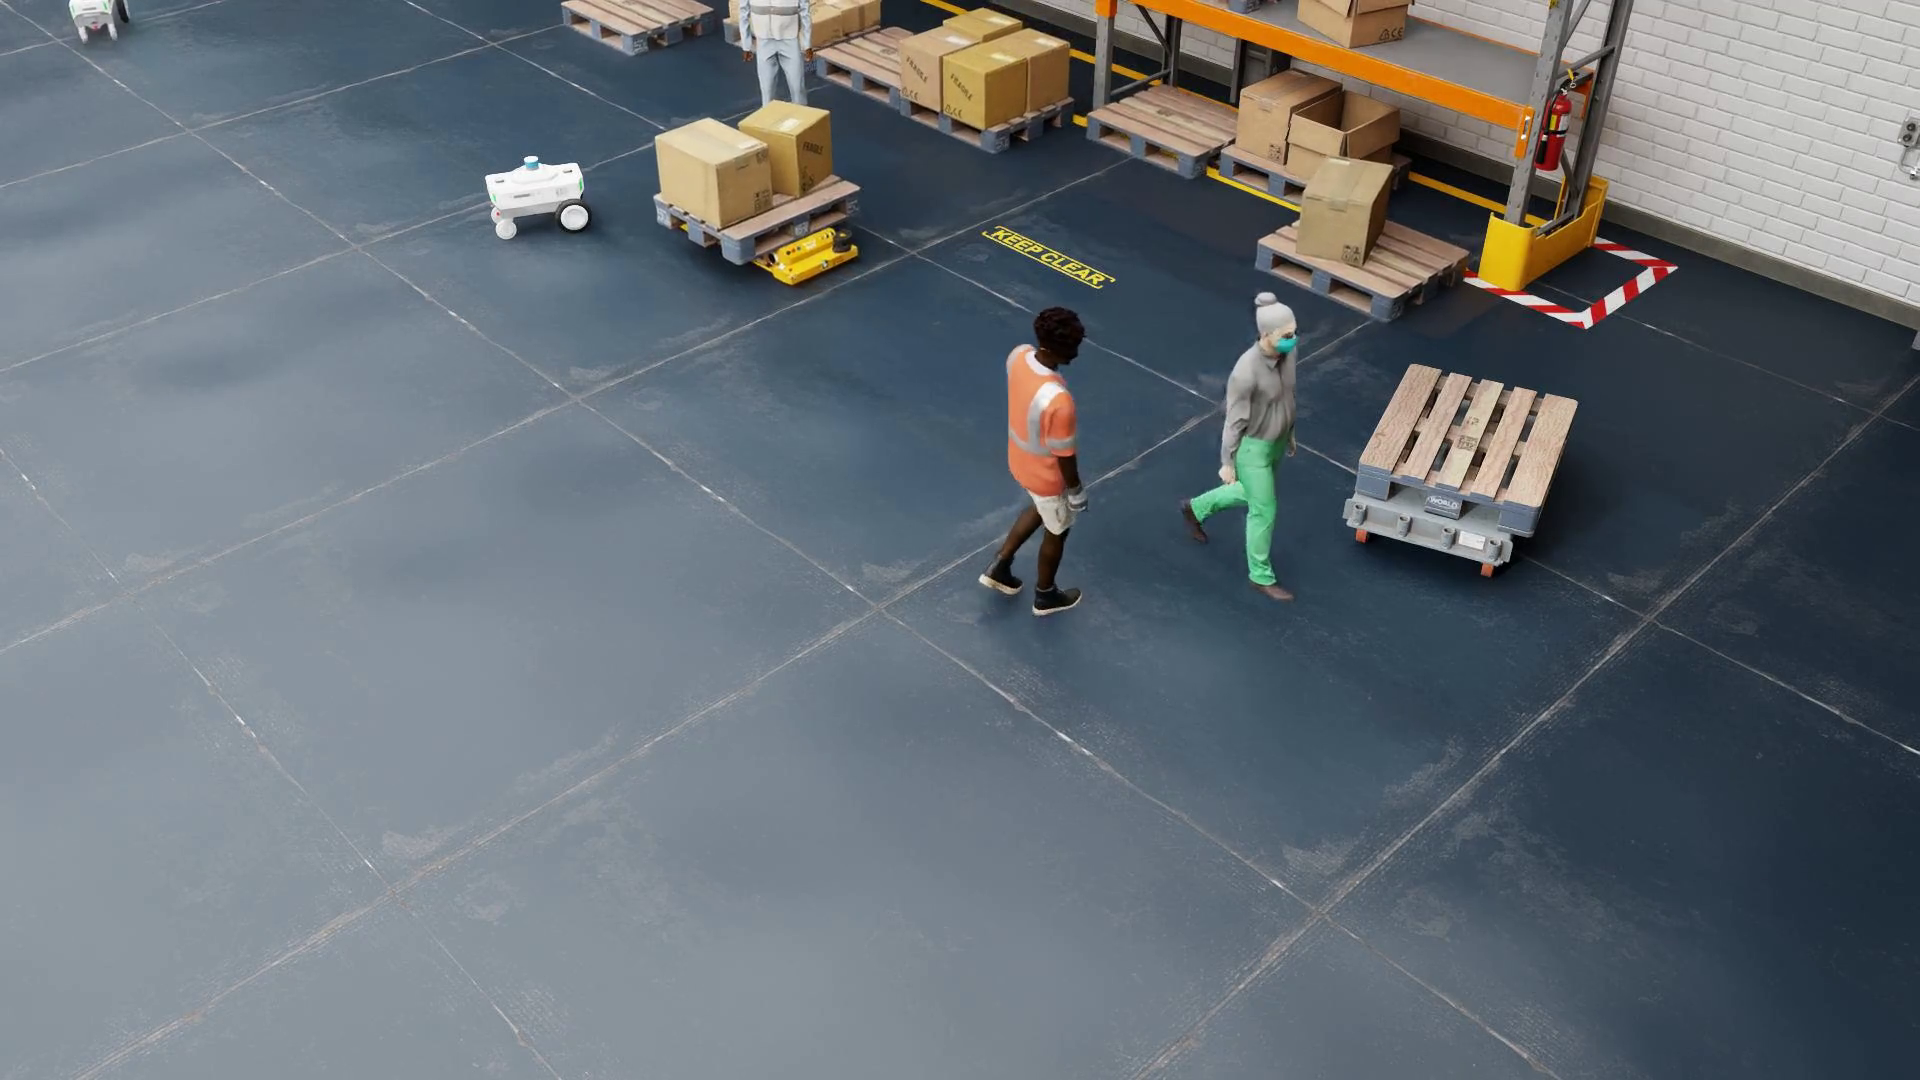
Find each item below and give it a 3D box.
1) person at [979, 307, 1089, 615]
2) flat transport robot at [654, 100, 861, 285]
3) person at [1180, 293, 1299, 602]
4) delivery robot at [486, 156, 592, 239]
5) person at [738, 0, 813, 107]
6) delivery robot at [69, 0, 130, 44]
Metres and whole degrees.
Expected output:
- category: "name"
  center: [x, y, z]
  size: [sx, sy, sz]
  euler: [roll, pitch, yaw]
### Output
- category: "person"
  center: [0.411, -0.393, 8.679]
  size: [0.540, 1.932, 0.655]
  euler: [-13, 39, -17]
- category: "flat transport robot"
  center: [-1.503, -2.354, 12.649]
  size: [1.431, 0.231, 0.659]
  euler: [31, 47, 34]
- category: "person"
  center: [1.571, -0.551, 8.982]
  size: [0.784, 1.817, 0.514]
  euler: [26, 44, 30]
- category: "delivery robot"
  center: [-3.244, -2.657, 12.825]
  size: [0.813, 0.609, 0.499]
  euler: [-12, 39, -16]
- category: "person"
  center: [-1.496, -4.096, 13.602]
  size: [0.598, 1.908, 0.395]
  euler: [2, 37, 2]
- category: "delivery robot"
  center: [-8.426, -5.205, 16.203]
  size: [0.499, 0.614, 0.791]
  euler: [-11, 39, -15]
